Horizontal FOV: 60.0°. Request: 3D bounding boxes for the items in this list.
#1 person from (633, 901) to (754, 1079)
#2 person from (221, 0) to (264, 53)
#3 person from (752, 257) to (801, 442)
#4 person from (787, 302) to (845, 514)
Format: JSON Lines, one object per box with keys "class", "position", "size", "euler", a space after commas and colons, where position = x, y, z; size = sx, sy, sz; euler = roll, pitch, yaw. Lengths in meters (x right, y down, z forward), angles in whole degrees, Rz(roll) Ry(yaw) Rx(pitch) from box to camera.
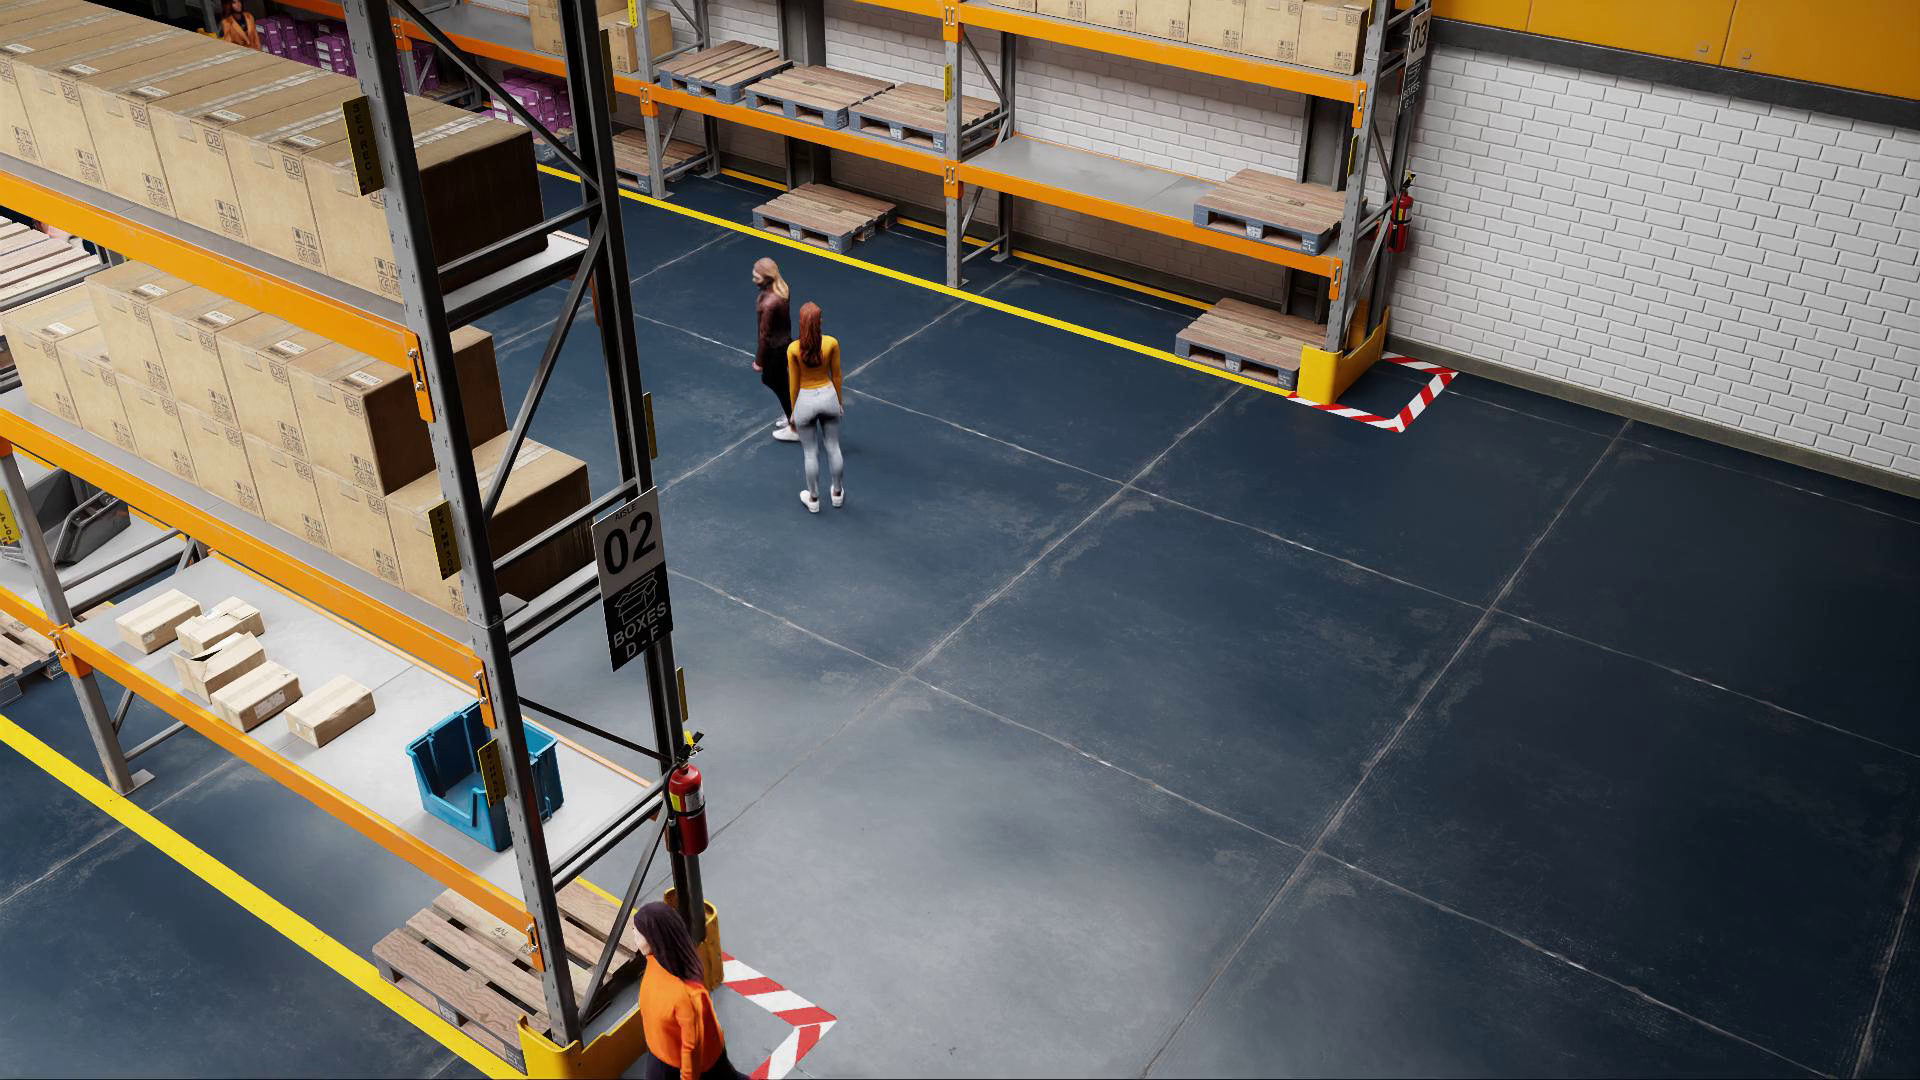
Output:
{"class": "person", "position": [-1.173, 2.322, 7.707], "size": [0.898, 1.687, 1.126], "euler": [-25, 41, -33]}
{"class": "person", "position": [-8.437, -5.595, 19.598], "size": [0.727, 1.708, 0.727], "euler": [27, 42, 35]}
{"class": "person", "position": [-1.395, -1.503, 13.463], "size": [0.726, 1.685, 0.718], "euler": [6, 34, 8]}
{"class": "person", "position": [-1.089, -1.009, 12.661], "size": [0.672, 1.750, 0.716], "euler": [-10, 35, -14]}
